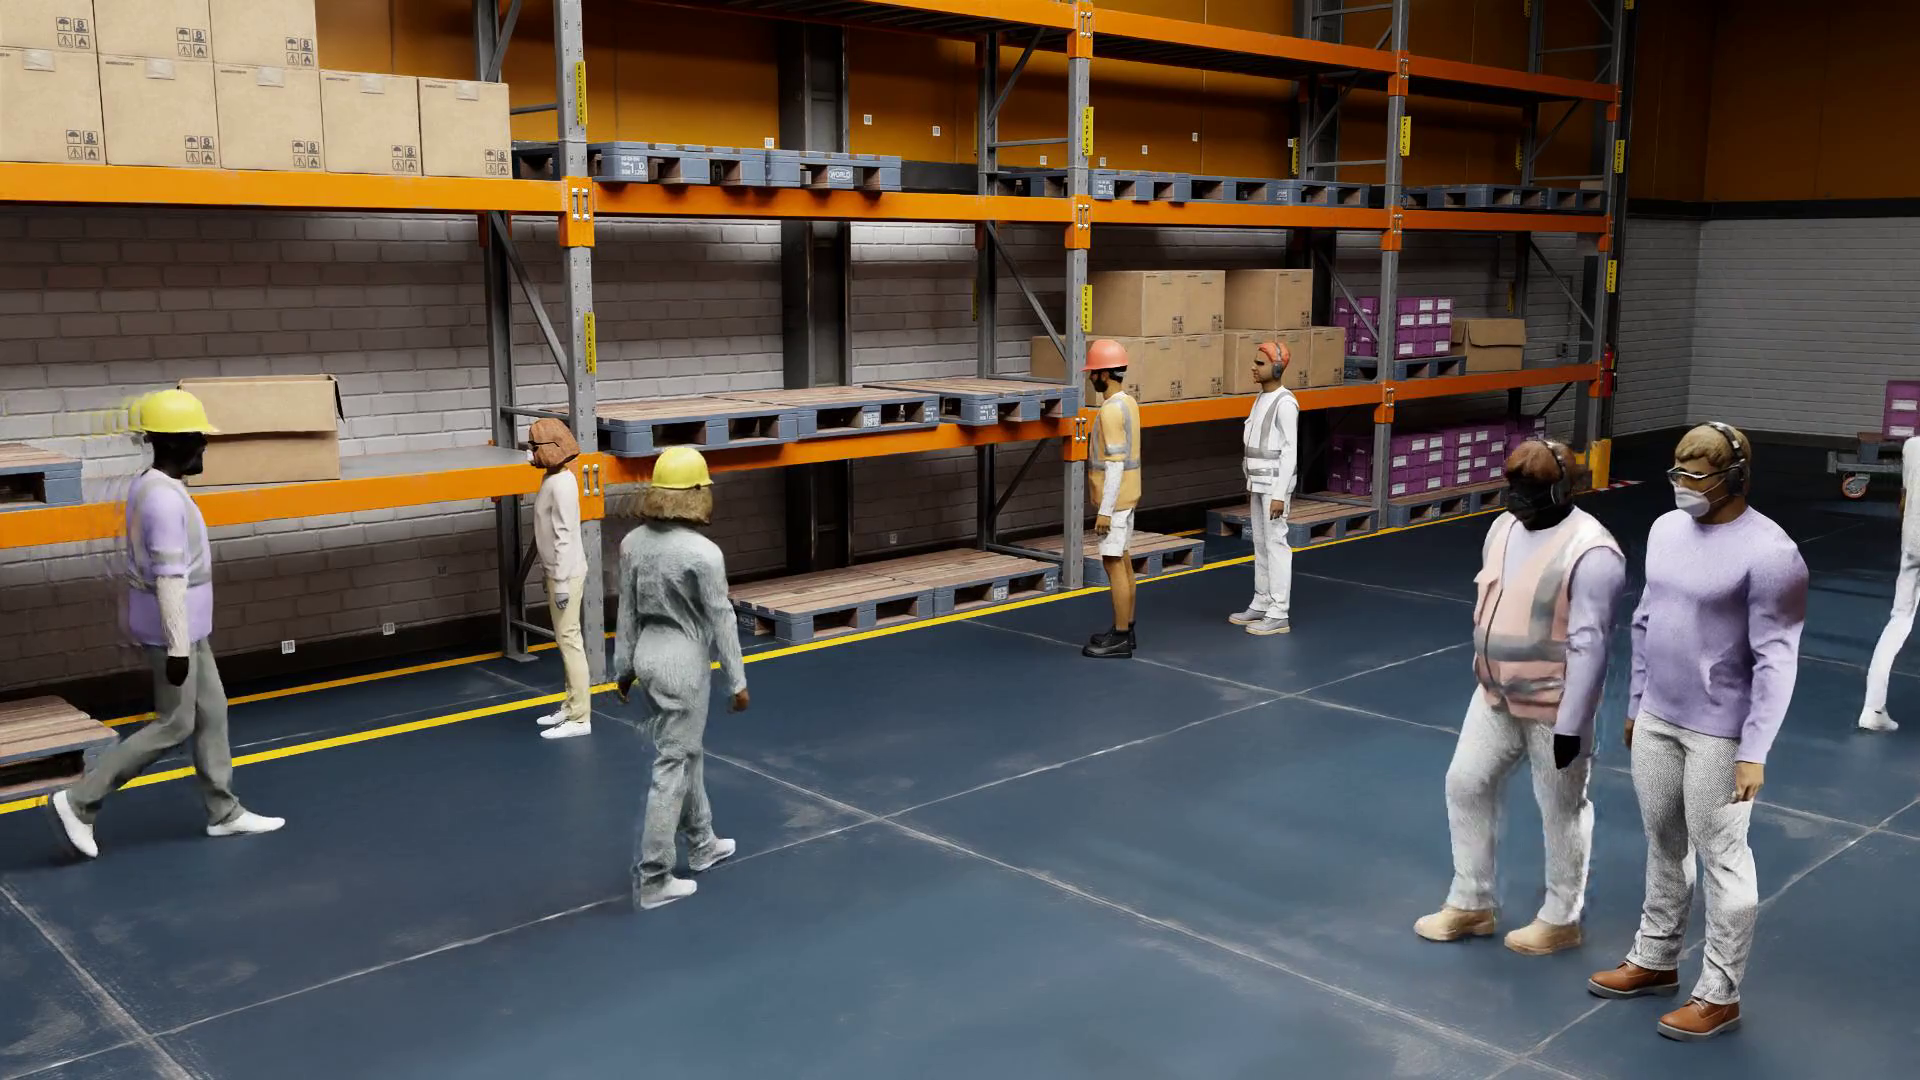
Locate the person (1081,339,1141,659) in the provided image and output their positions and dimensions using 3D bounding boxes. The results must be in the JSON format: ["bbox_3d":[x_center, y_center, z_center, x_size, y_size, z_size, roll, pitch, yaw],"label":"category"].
[{"bbox_3d":[0.904,-0.247,10.092,0.374,1.933,0.550,3,10,16],"label":"person"}]

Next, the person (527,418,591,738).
[{"bbox_3d":[-2.032,0.191,8.443,0.274,1.629,0.498,-3,10,-18],"label":"person"}]

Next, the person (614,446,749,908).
[{"bbox_3d":[-1.002,0.497,6.345,0.513,1.714,0.738,7,12,36],"label":"person"}]

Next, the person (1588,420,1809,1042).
[{"bbox_3d":[2.313,0.587,5.213,0.373,1.936,0.629,-3,10,-17],"label":"person"}]

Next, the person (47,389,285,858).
[{"bbox_3d":[-3.267,0.342,6.739,0.797,1.907,0.599,-5,11,-25],"label":"person"}]

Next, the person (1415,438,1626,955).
[{"bbox_3d":[1.898,0.560,5.714,0.698,1.815,0.651,-3,10,-18],"label":"person"}]

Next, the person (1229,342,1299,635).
[{"bbox_3d":[1.989,-0.335,10.756,0.353,1.884,0.577,-2,10,-10],"label":"person"}]

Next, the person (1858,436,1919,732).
[{"bbox_3d":[4.998,0.081,8.520,0.973,1.824,0.539,-5,11,-27],"label":"person"}]
